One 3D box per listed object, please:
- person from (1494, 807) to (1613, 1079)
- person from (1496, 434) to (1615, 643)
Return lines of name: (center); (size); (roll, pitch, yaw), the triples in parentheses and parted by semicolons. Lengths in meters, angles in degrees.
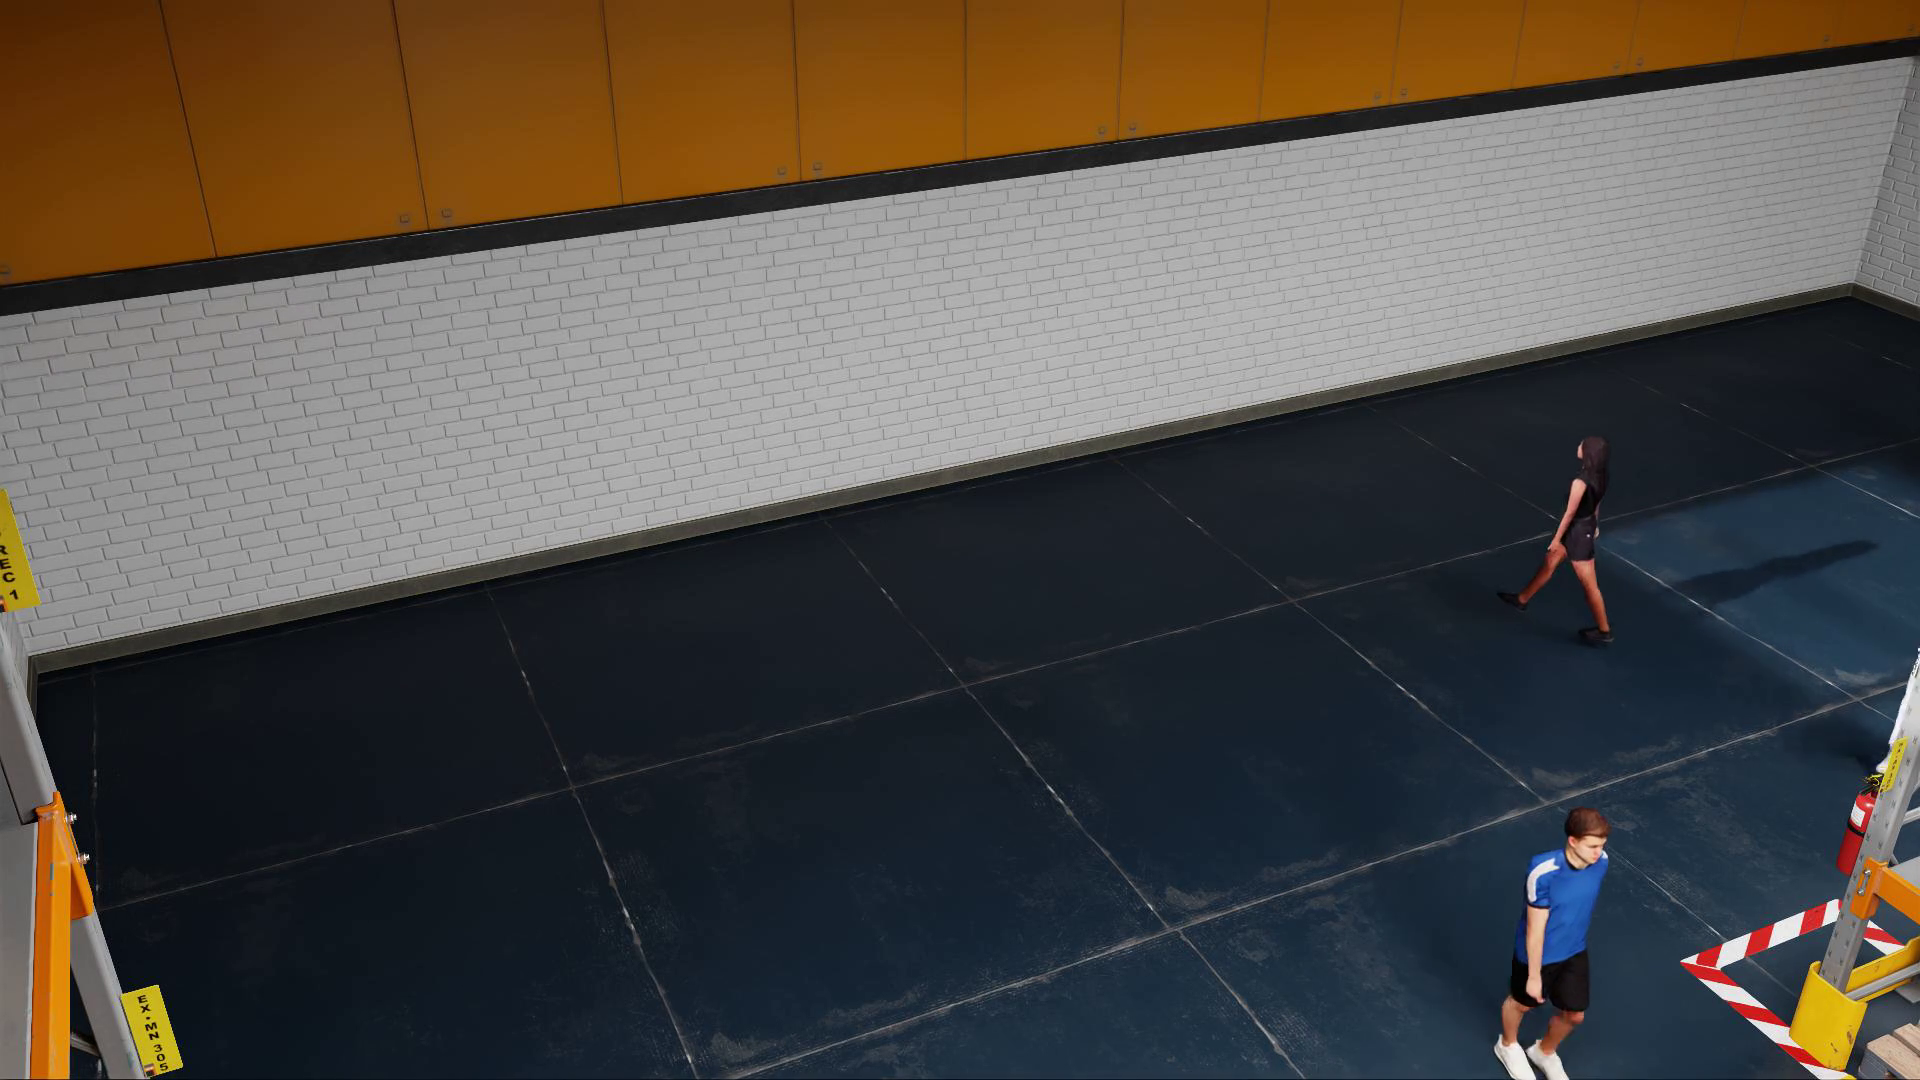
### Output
person: (3.092, 2.106, 8.879); (0.688, 1.851, 0.734); (-8, 30, -15)
person: (4.853, 0.031, 12.856); (1.280, 1.685, 0.996); (20, 34, 32)
